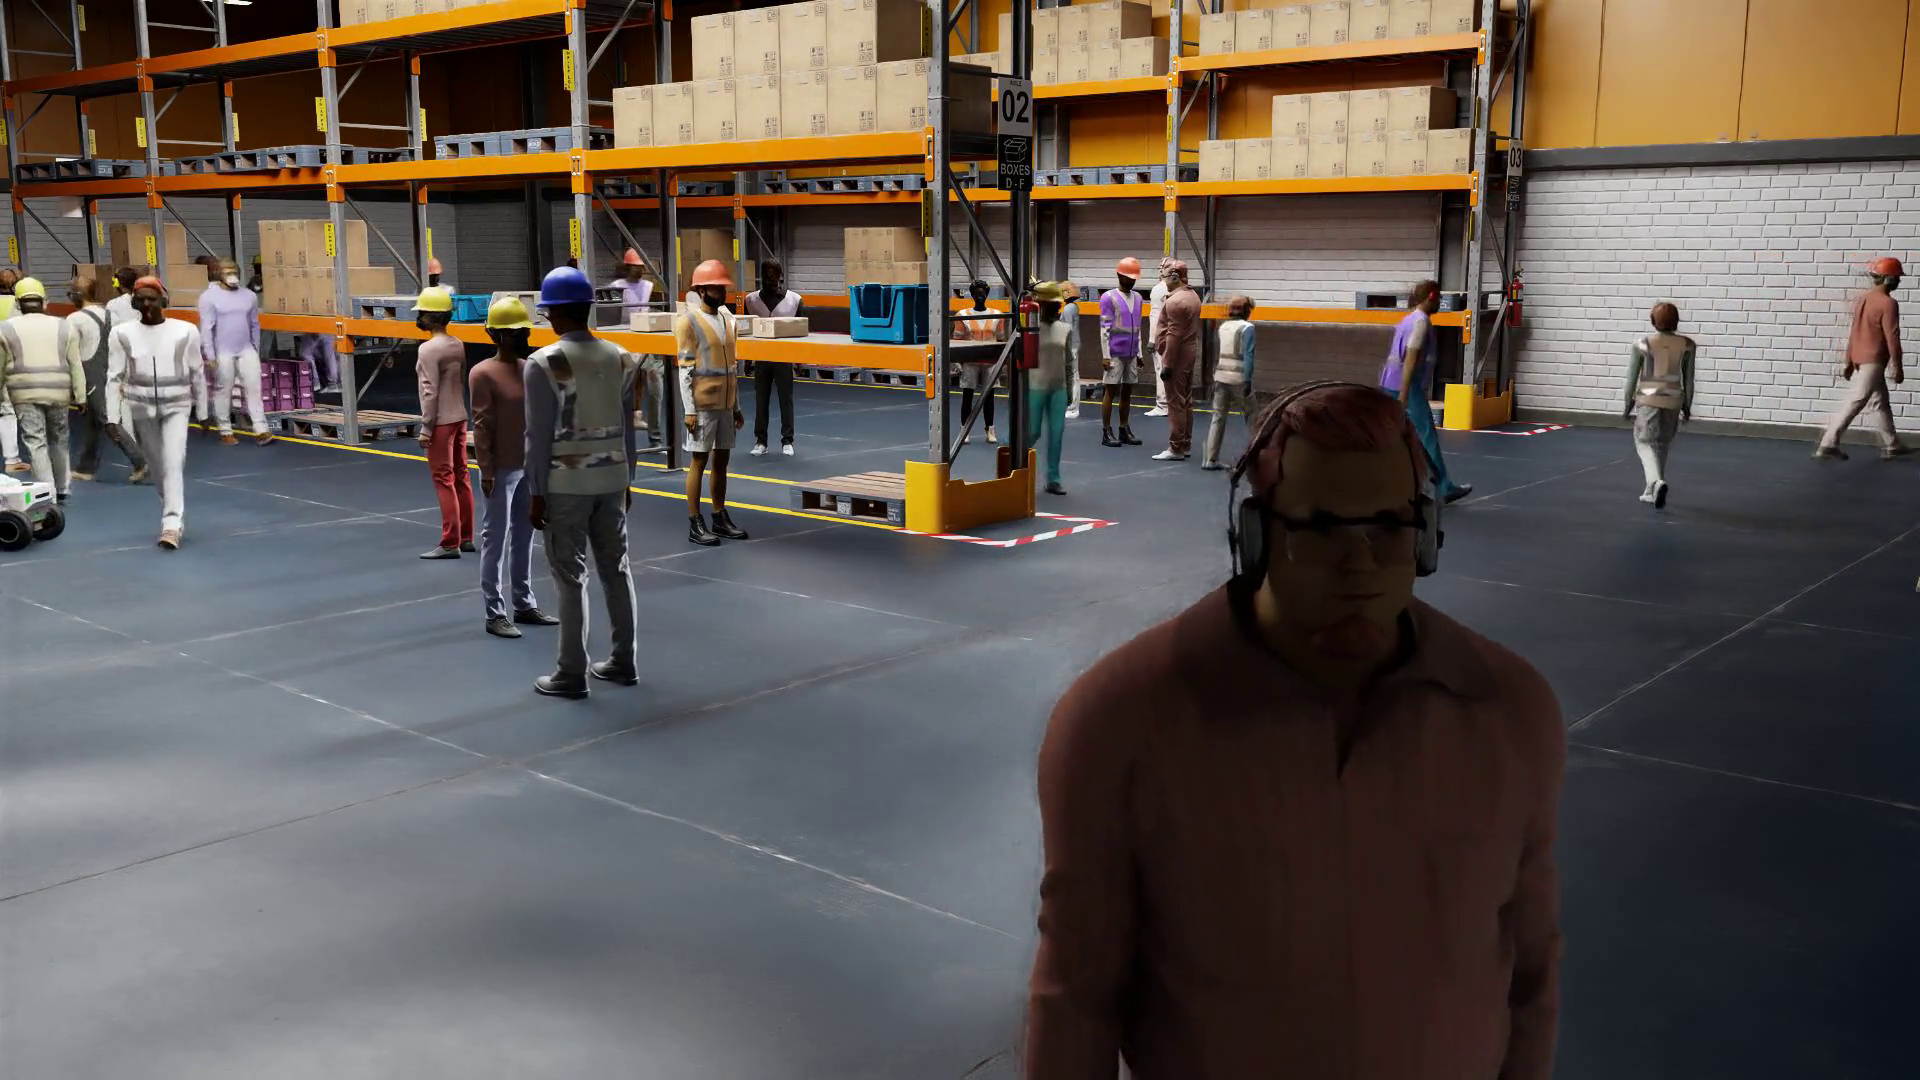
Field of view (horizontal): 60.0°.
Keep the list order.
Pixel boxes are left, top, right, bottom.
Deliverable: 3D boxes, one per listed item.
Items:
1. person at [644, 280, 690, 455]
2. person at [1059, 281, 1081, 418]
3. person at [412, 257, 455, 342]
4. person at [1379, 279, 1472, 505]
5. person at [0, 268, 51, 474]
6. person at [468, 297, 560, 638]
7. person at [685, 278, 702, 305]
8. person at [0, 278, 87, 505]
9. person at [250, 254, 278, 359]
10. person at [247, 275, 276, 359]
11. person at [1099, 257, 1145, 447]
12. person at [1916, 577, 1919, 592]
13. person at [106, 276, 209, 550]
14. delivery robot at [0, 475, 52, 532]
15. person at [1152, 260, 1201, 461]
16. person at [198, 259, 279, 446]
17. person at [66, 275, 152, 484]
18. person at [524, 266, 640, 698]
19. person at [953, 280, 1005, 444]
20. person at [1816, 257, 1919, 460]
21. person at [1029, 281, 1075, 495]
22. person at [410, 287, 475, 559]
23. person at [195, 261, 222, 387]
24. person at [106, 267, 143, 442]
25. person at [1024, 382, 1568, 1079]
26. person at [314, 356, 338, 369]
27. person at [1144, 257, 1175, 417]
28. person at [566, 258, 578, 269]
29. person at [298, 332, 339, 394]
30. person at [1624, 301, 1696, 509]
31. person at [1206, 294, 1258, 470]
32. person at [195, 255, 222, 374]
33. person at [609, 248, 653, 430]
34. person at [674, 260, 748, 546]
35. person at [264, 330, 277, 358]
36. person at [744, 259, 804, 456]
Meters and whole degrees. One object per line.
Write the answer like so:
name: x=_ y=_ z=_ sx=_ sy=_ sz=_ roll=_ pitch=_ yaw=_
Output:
person: x=-2.903 y=-1.706 z=16.359 sx=0.310 sy=1.739 sz=0.485 roll=9 pitch=13 yaw=40
person: x=1.297 y=-2.266 z=19.841 sx=0.284 sy=1.634 sz=0.498 roll=3 pitch=10 yaw=16
person: x=-6.457 y=-2.532 z=20.549 sx=0.567 sy=1.914 sz=0.469 roll=-7 pitch=12 yaw=-36
person: x=3.565 y=-1.138 z=13.024 sx=0.961 sy=1.771 sz=0.642 roll=0 pitch=10 yaw=0
person: x=-8.446 y=-1.508 z=14.932 sx=0.624 sy=1.845 sz=0.430 roll=3 pitch=10 yaw=16
person: x=-2.342 y=-0.382 z=8.741 sx=0.312 sy=1.768 sz=0.522 roll=4 pitch=11 yaw=24
person: x=-4.072 y=-3.318 z=25.871 sx=0.286 sy=1.624 sz=0.500 roll=6 pitch=12 yaw=31
person: x=-7.104 y=-1.105 z=12.782 sx=0.616 sy=1.785 sz=0.881 roll=-9 pitch=13 yaw=-40
person: x=-11.812 y=-3.891 z=28.260 sx=0.379 sy=1.924 sz=0.594 roll=-4 pitch=11 yaw=-19
person: x=-11.174 y=-3.396 z=26.405 sx=0.537 sy=1.577 sz=0.863 roll=0 pitch=10 yaw=2
person: x=1.678 y=-1.916 z=17.012 sx=0.543 sy=1.928 sz=0.374 roll=-7 pitch=12 yaw=-36
person: x=5.779 y=-0.492 z=9.562 sx=0.317 sy=1.695 sz=0.540 roll=0 pitch=10 yaw=2
person: x=-5.469 y=-0.867 z=11.330 sx=0.600 sy=1.828 sz=1.003 roll=-3 pitch=10 yaw=-16
delivery robot: x=-6.582 y=-0.272 z=11.291 sx=0.707 sy=0.478 sz=0.477 roll=0 pitch=10 yaw=-1
person: x=2.061 y=-1.712 z=15.919 sx=0.410 sy=1.906 sz=0.642 roll=4 pitch=11 yaw=23
person: x=-7.323 y=-1.883 z=16.891 sx=0.920 sy=1.900 sz=0.652 roll=9 pitch=13 yaw=41
person: x=-7.335 y=-1.358 z=14.219 sx=0.923 sy=1.806 sz=0.533 roll=2 pitch=10 yaw=13
person: x=-1.721 y=-0.263 z=7.570 sx=0.410 sy=1.939 sz=0.606 roll=8 pitch=13 yaw=38
person: x=0.202 y=-1.832 z=17.192 sx=0.541 sy=1.695 sz=0.315 roll=-2 pitch=10 yaw=-10
person: x=8.698 y=-1.712 z=15.831 sx=1.042 sy=1.941 sz=0.646 roll=1 pitch=10 yaw=4
person: x=0.692 y=-1.262 z=13.763 sx=0.541 sy=1.750 sz=0.549 roll=-4 pitch=11 yaw=-24
person: x=-3.394 y=-0.757 z=10.870 sx=0.310 sy=1.769 sz=0.533 roll=1 pitch=10 yaw=8
person: x=-10.022 y=-2.808 z=22.316 sx=0.979 sy=1.835 sz=0.587 roll=8 pitch=13 yaw=37
person: x=-8.341 y=-1.843 z=16.847 sx=0.658 sy=1.843 sz=0.527 roll=7 pitch=12 yaw=35
person: x=0.397 y=0.738 z=2.036 sx=0.646 sy=1.884 sz=0.732 roll=-1 pitch=10 yaw=-5
person: x=-10.785 y=-3.767 z=27.930 sx=0.832 sy=1.798 sz=0.615 roll=-5 pitch=11 yaw=-25
person: x=2.480 y=-2.438 z=20.045 sx=0.641 sy=1.908 sz=0.407 roll=-10 pitch=14 yaw=-44
person: x=-5.910 y=-3.396 z=25.626 sx=0.520 sy=1.865 sz=0.327 roll=-4 pitch=11 yaw=-22
person: x=-8.940 y=-2.947 z=22.993 sx=0.653 sy=1.880 sz=0.663 roll=1 pitch=10 yaw=5
person: x=5.449 y=-1.043 z=12.934 sx=0.521 sy=1.618 sz=0.709 roll=0 pitch=10 yaw=3
person: x=2.600 y=-1.442 z=15.237 sx=0.857 sy=1.590 sz=0.560 roll=-6 pitch=12 yaw=-30
person: x=-10.349 y=-2.959 z=22.956 sx=0.456 sy=1.924 sz=0.642 roll=7 pitch=12 yaw=33
person: x=-3.575 y=-2.218 z=18.440 sx=0.639 sy=2.027 sz=0.427 roll=-10 pitch=14 yaw=-44
person: x=-1.693 y=-0.940 z=11.417 sx=0.352 sy=1.942 sz=0.545 roll=7 pitch=12 yaw=34
person: x=-11.448 y=-3.676 z=27.477 sx=0.658 sy=1.779 sz=0.795 roll=2 pitch=10 yaw=14
person: x=-1.820 y=-1.778 z=16.254 sx=0.596 sy=1.915 sz=0.373 roll=1 pitch=10 yaw=4
